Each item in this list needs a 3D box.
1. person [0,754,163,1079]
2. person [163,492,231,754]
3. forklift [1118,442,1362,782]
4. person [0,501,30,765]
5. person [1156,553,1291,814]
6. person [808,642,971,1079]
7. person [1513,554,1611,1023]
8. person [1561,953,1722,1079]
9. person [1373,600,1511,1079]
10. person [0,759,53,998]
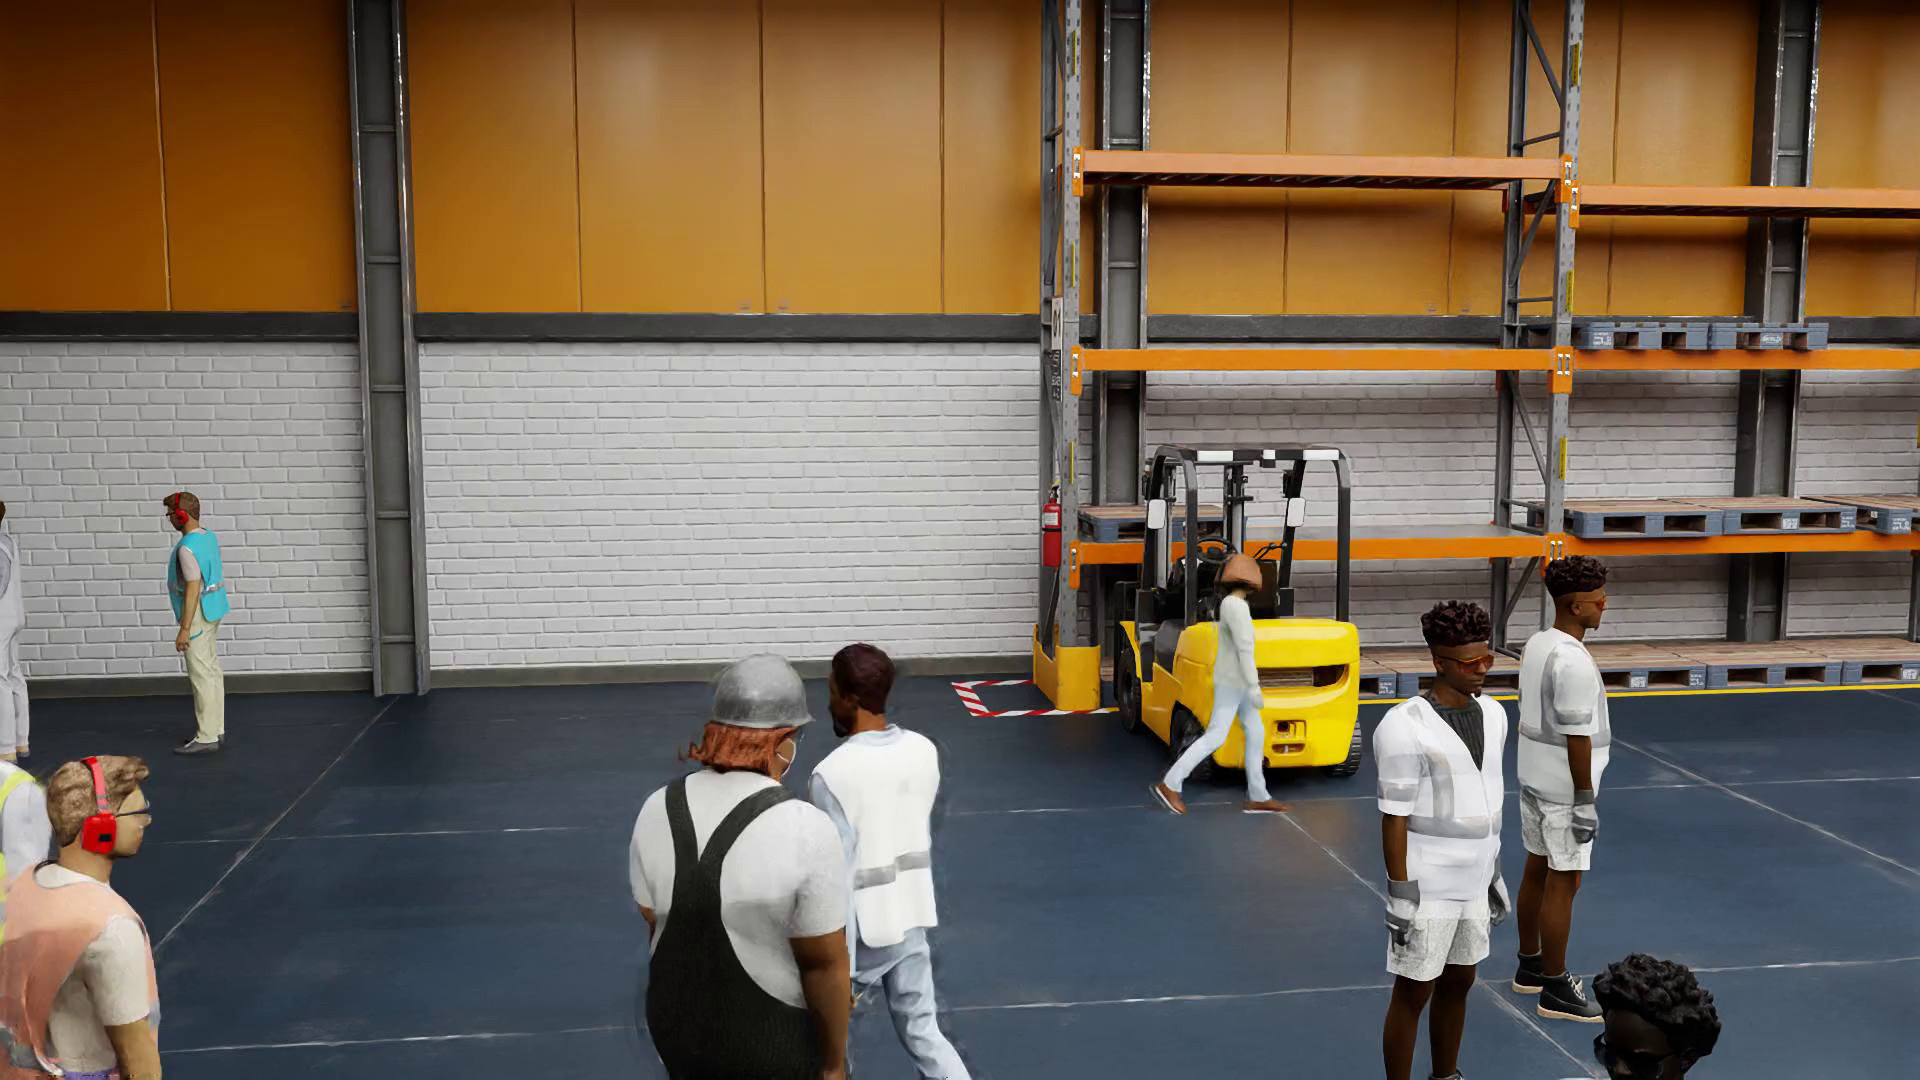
[{"bbox_3d":[-2.138,1.442,4.122,0.453,1.828,0.559,-6,9,-41],"label":"person"},{"bbox_3d":[-5.340,0.575,11.663,0.389,1.837,0.563,-1,7,-10],"label":"person"},{"bbox_3d":[1.912,0.418,11.496,1.214,2.155,2.313,-1,7,-8],"label":"forklift"},{"bbox_3d":[-6.558,0.613,11.300,0.345,1.846,0.508,-1,7,-8],"label":"person"},{"bbox_3d":[1.592,0.873,10.088,0.790,1.595,0.522,1,7,8],"label":"person"},{"bbox_3d":[-0.242,1.268,5.471,0.992,1.877,0.613,5,8,36],"label":"person"},{"bbox_3d":[2.571,1.034,7.087,0.368,1.966,0.603,0,7,0],"label":"person"},{"bbox_3d":[1.302,1.614,3.181,0.540,1.695,0.317,6,9,45],"label":"person"},{"bbox_3d":[1.703,1.178,5.825,0.607,1.966,0.367,-5,8,-36],"label":"person"},{"bbox_3d":[-3.079,1.337,5.059,0.633,1.830,0.429,0,7,2],"label":"person"}]
